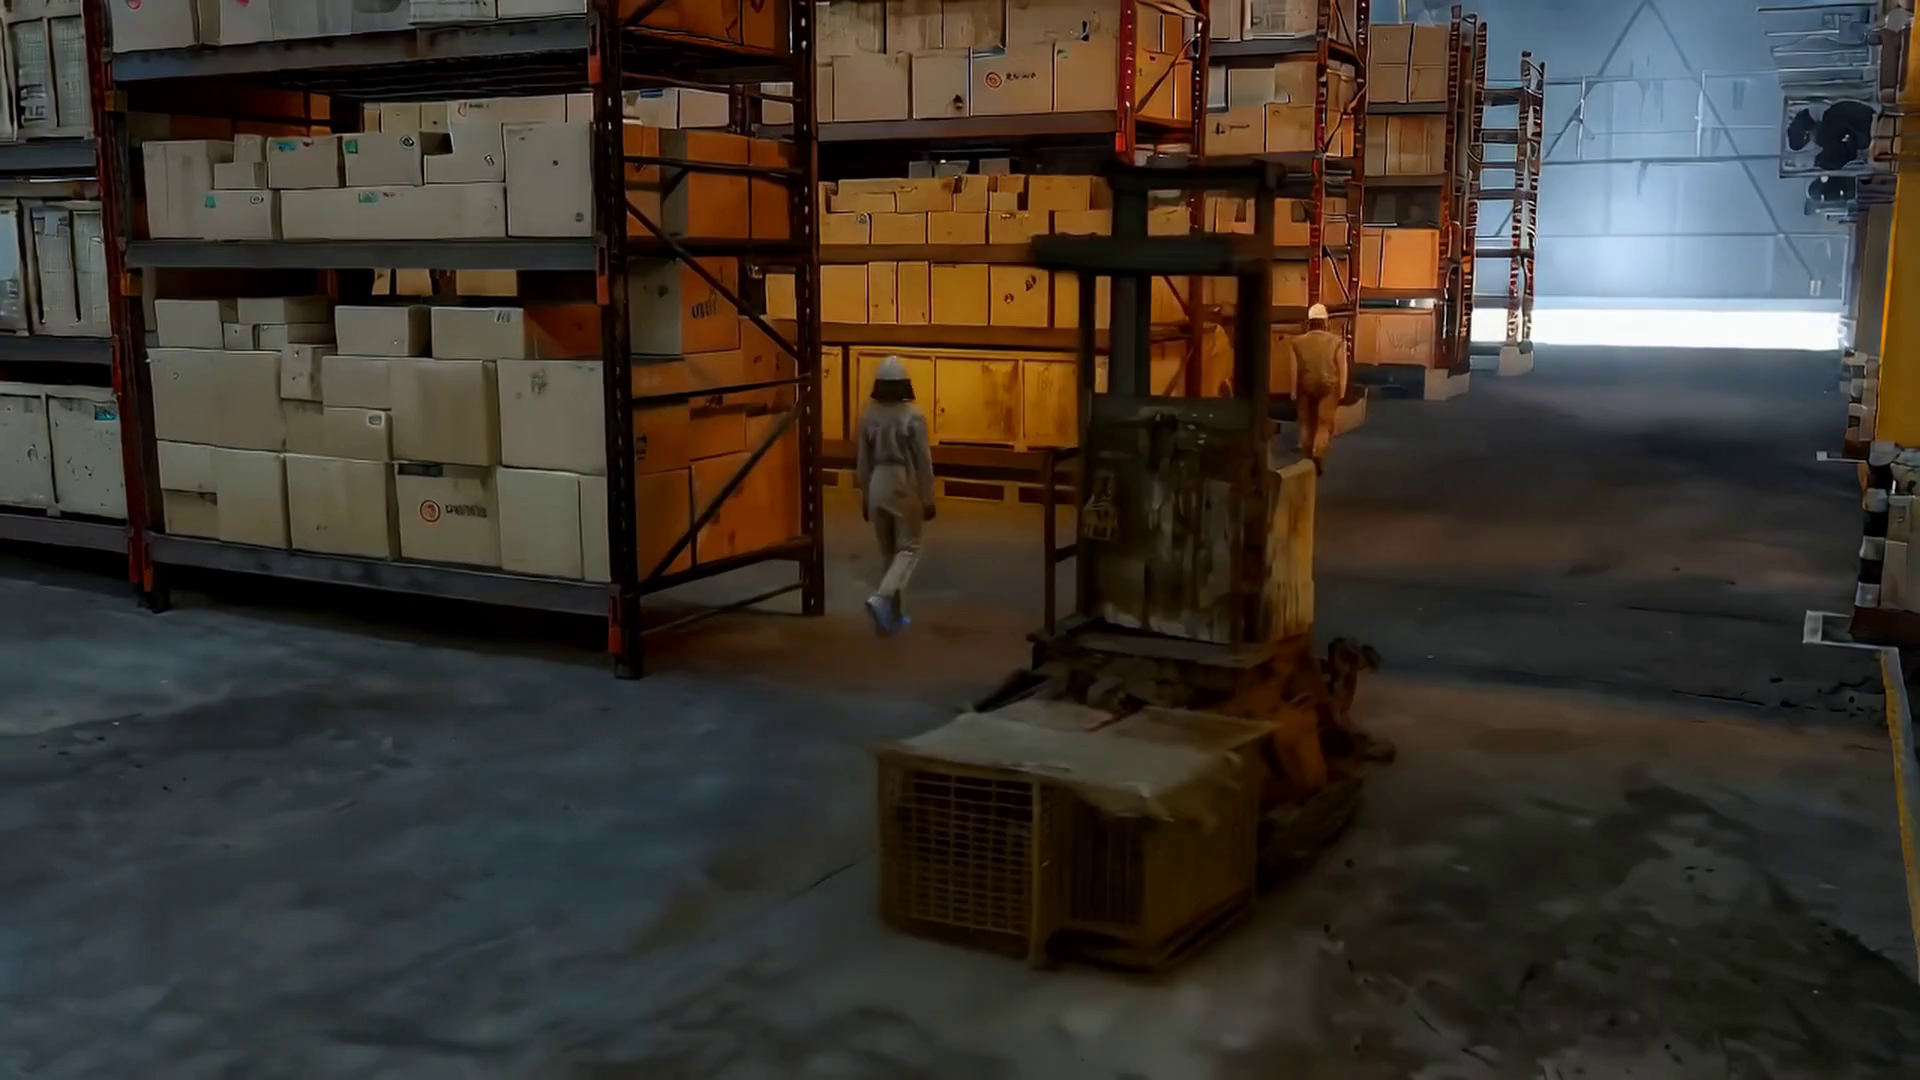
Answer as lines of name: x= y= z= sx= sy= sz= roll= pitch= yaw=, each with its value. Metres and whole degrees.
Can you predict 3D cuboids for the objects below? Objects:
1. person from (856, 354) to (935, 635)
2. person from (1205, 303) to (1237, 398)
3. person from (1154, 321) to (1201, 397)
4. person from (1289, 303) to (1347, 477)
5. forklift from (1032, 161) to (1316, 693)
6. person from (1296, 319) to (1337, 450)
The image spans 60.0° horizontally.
person: x=-0.433 y=-0.258 z=10.079 sx=0.494 sy=1.720 sz=0.620 roll=5 pitch=11 yaw=28
person: x=3.282 y=-2.037 z=20.393 sx=0.889 sy=1.707 sz=0.592 roll=4 pitch=10 yaw=20
person: x=2.294 y=-1.592 z=17.635 sx=0.953 sy=1.795 sz=0.633 roll=5 pitch=11 yaw=26
person: x=3.712 y=-1.555 z=17.333 sx=0.580 sy=1.812 sz=0.775 roll=4 pitch=11 yaw=23
forklift: x=1.319 y=-0.738 z=9.517 sx=1.129 sy=2.768 sz=1.873 roll=5 pitch=11 yaw=27
person: x=4.281 y=-1.899 z=19.877 sx=0.707 sy=1.613 sz=0.516 roll=-6 pitch=11 yaw=-30
